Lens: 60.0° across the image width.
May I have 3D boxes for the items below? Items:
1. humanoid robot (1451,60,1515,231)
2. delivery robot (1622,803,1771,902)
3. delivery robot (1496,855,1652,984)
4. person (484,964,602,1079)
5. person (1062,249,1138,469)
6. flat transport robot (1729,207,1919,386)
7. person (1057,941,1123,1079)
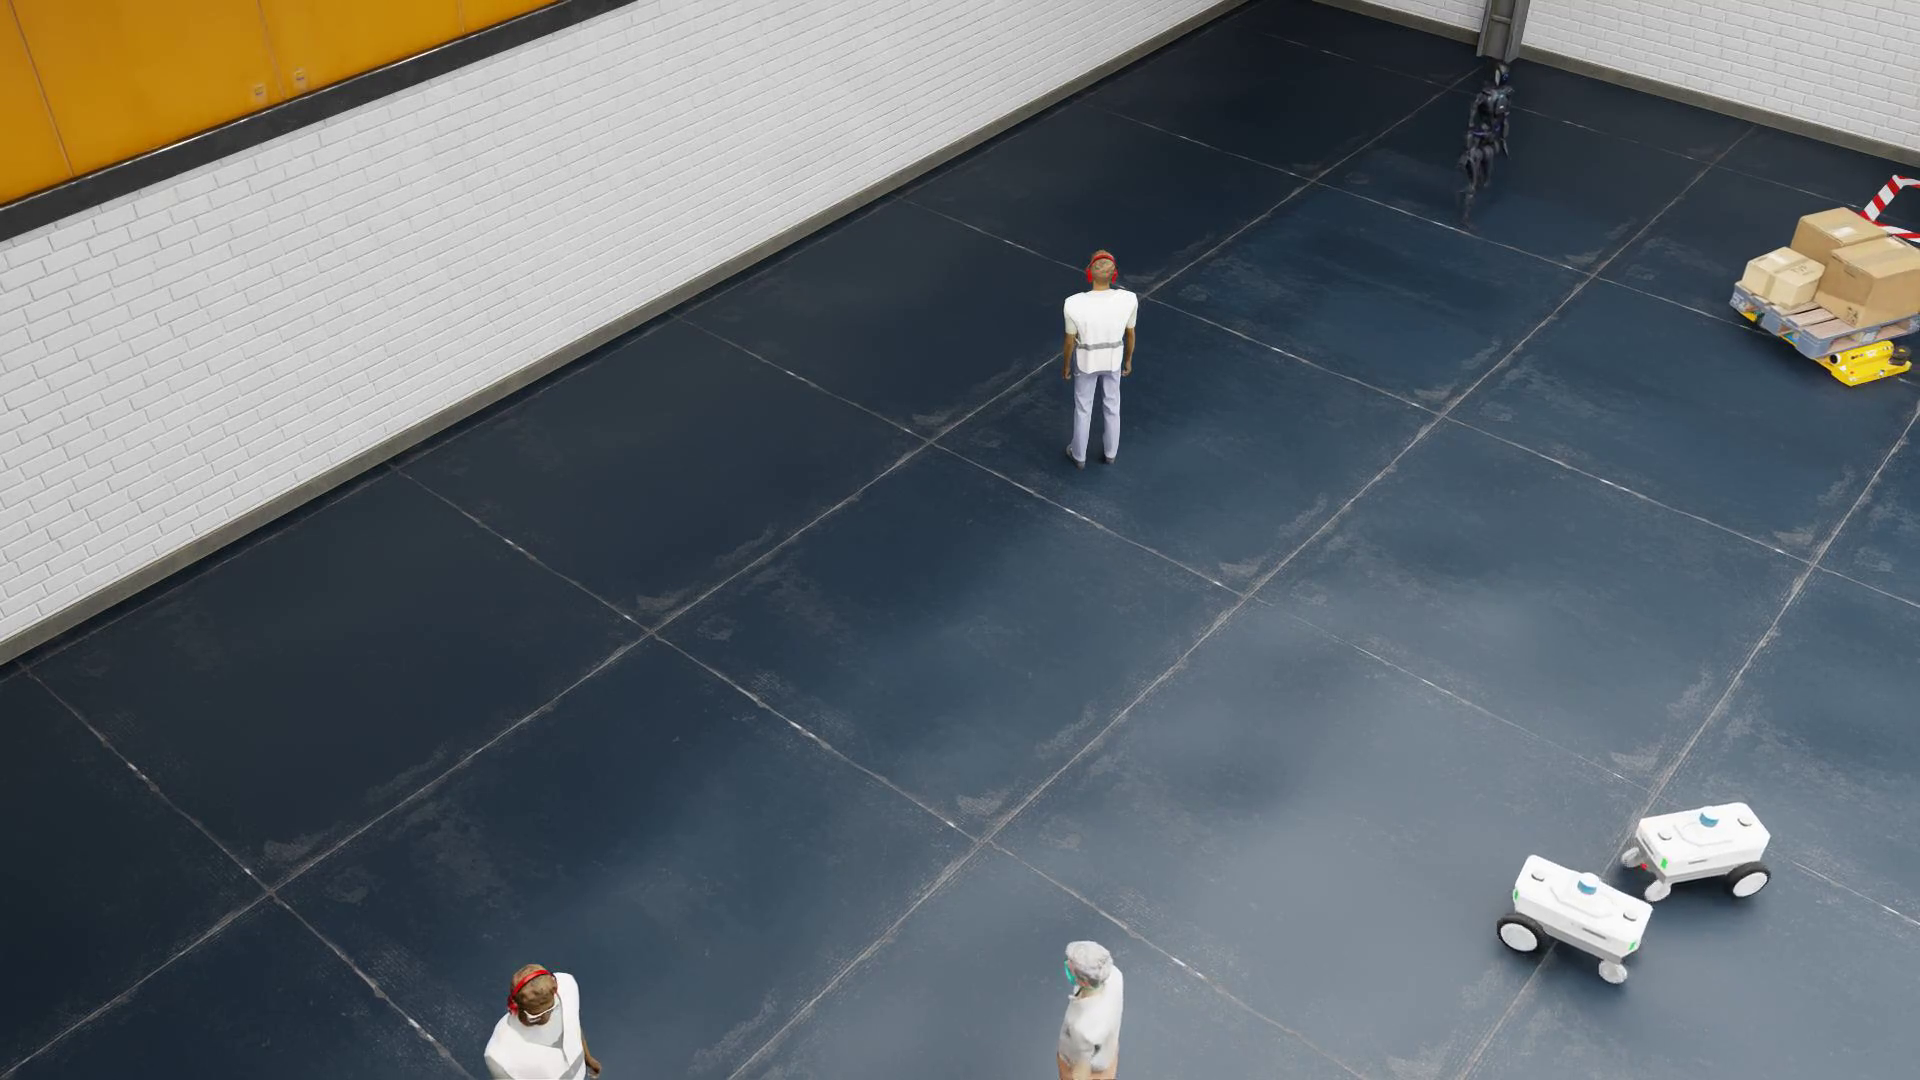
[{"bbox_3d":[4.944,-3.808,15.893,0.608,1.640,0.512,-22,44,-25],"label":"humanoid robot"},{"bbox_3d":[4.372,1.813,9.822,0.814,0.612,0.499,-7,39,-9],"label":"delivery robot"},{"bbox_3d":[3.475,2.112,9.445,0.781,0.605,0.499,22,44,25],"label":"delivery robot"},{"bbox_3d":[-1.922,2.595,7.814,0.391,1.838,0.563,17,42,20],"label":"person"},{"bbox_3d":[1.052,-1.350,12.705,0.565,1.846,0.390,-6,39,-7],"label":"person"},{"bbox_3d":[7.533,-1.843,14.575,0.659,0.231,1.431,-14,41,-17],"label":"flat transport robot"},{"bbox_3d":[0.592,2.511,7.995,0.330,1.742,0.494,13,41,15],"label":"person"}]
